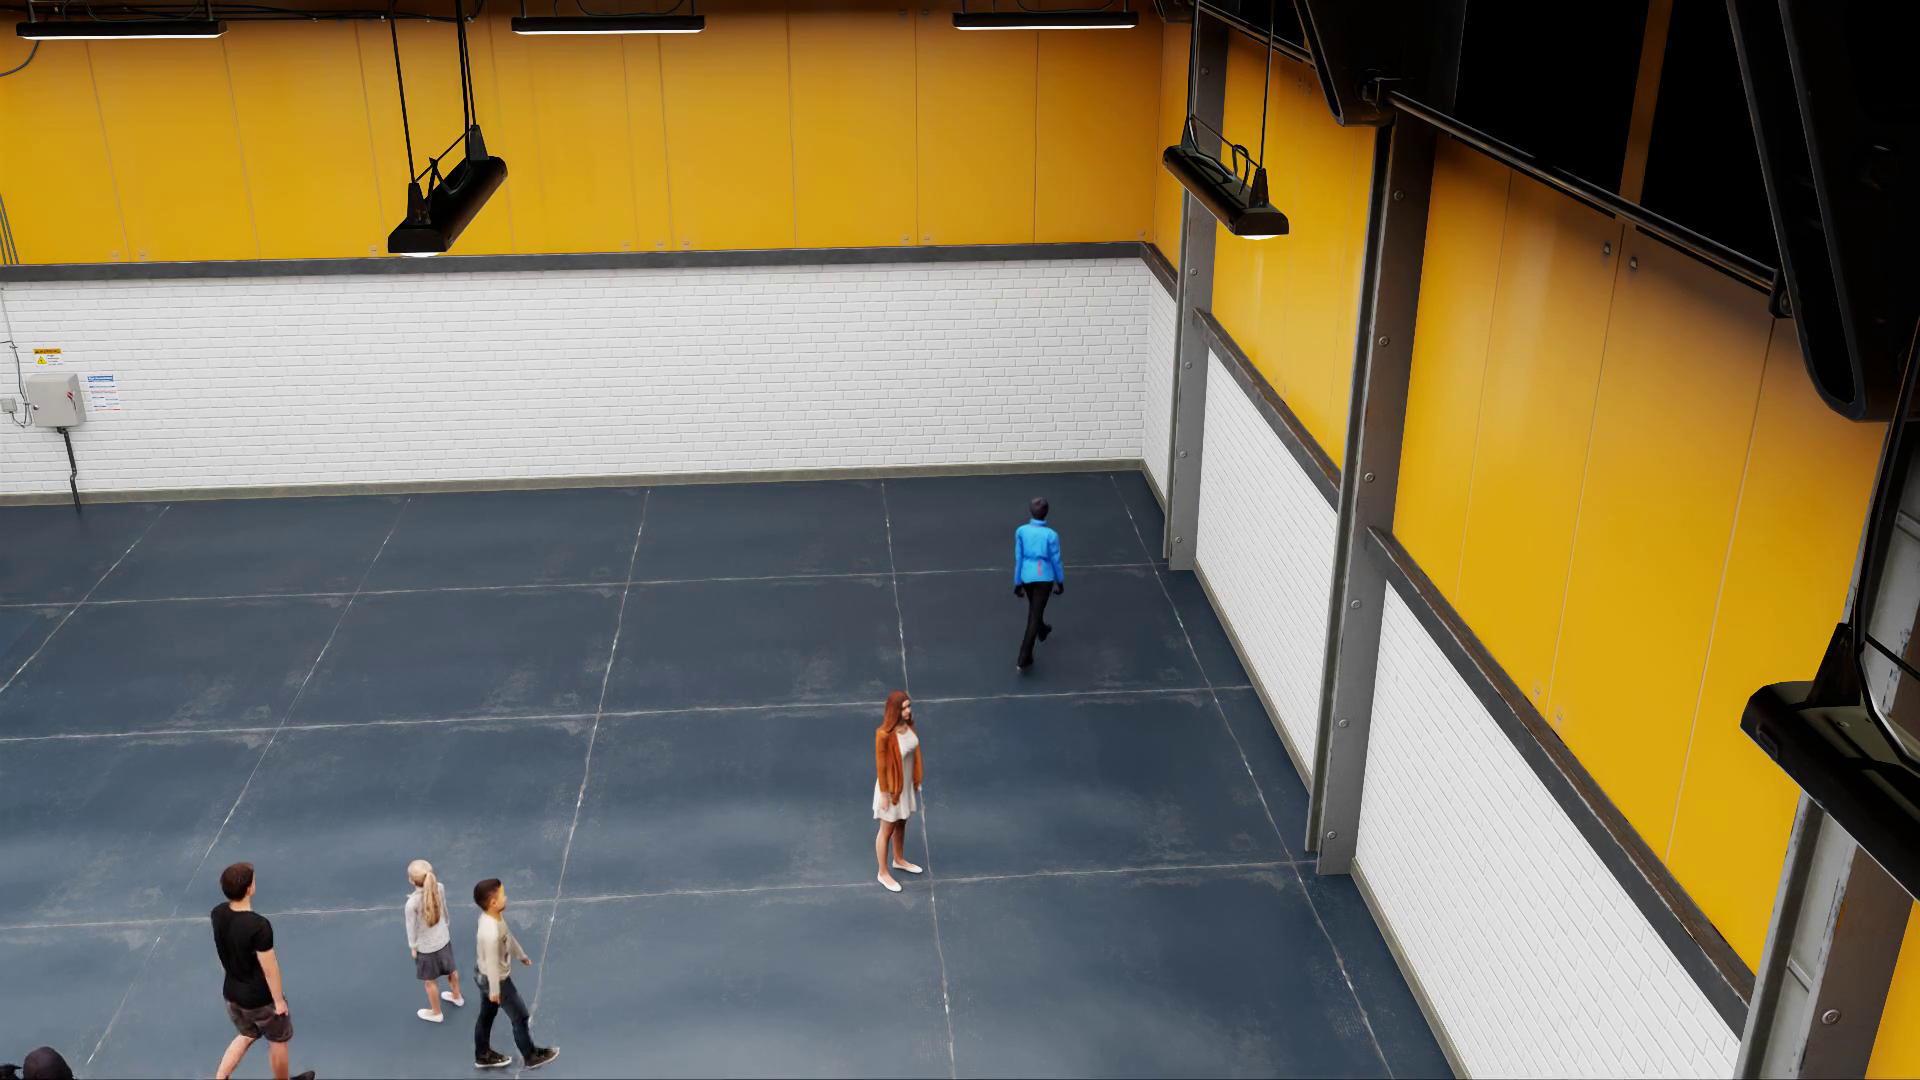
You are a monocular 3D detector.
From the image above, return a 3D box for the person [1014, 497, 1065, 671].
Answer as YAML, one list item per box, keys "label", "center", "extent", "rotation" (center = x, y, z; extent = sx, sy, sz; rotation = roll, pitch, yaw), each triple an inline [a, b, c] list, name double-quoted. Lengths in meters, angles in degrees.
- label: "person"
  center: [0.737, 0.470, 16.630]
  extent: [1.034, 1.740, 1.286]
  rotation: [10, 26, 22]

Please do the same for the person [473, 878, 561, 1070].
- label: "person"
  center: [-3.227, 2.973, 11.275]
  extent: [0.740, 1.443, 0.794]
  rotation: [-8, 25, -17]

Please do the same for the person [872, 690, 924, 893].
- label: "person"
  center: [-0.516, 1.954, 13.257]
  extent: [0.779, 1.723, 0.703]
  rotation: [15, 28, 31]

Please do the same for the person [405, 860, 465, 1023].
- label: "person"
  center: [-3.756, 2.827, 11.821]
  extent: [0.657, 1.273, 0.587]
  rotation: [13, 27, 27]

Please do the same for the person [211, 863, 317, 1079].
- label: "person"
  center: [-4.667, 2.977, 10.773]
  extent: [0.972, 1.838, 1.112]
  rotation: [13, 27, 26]
